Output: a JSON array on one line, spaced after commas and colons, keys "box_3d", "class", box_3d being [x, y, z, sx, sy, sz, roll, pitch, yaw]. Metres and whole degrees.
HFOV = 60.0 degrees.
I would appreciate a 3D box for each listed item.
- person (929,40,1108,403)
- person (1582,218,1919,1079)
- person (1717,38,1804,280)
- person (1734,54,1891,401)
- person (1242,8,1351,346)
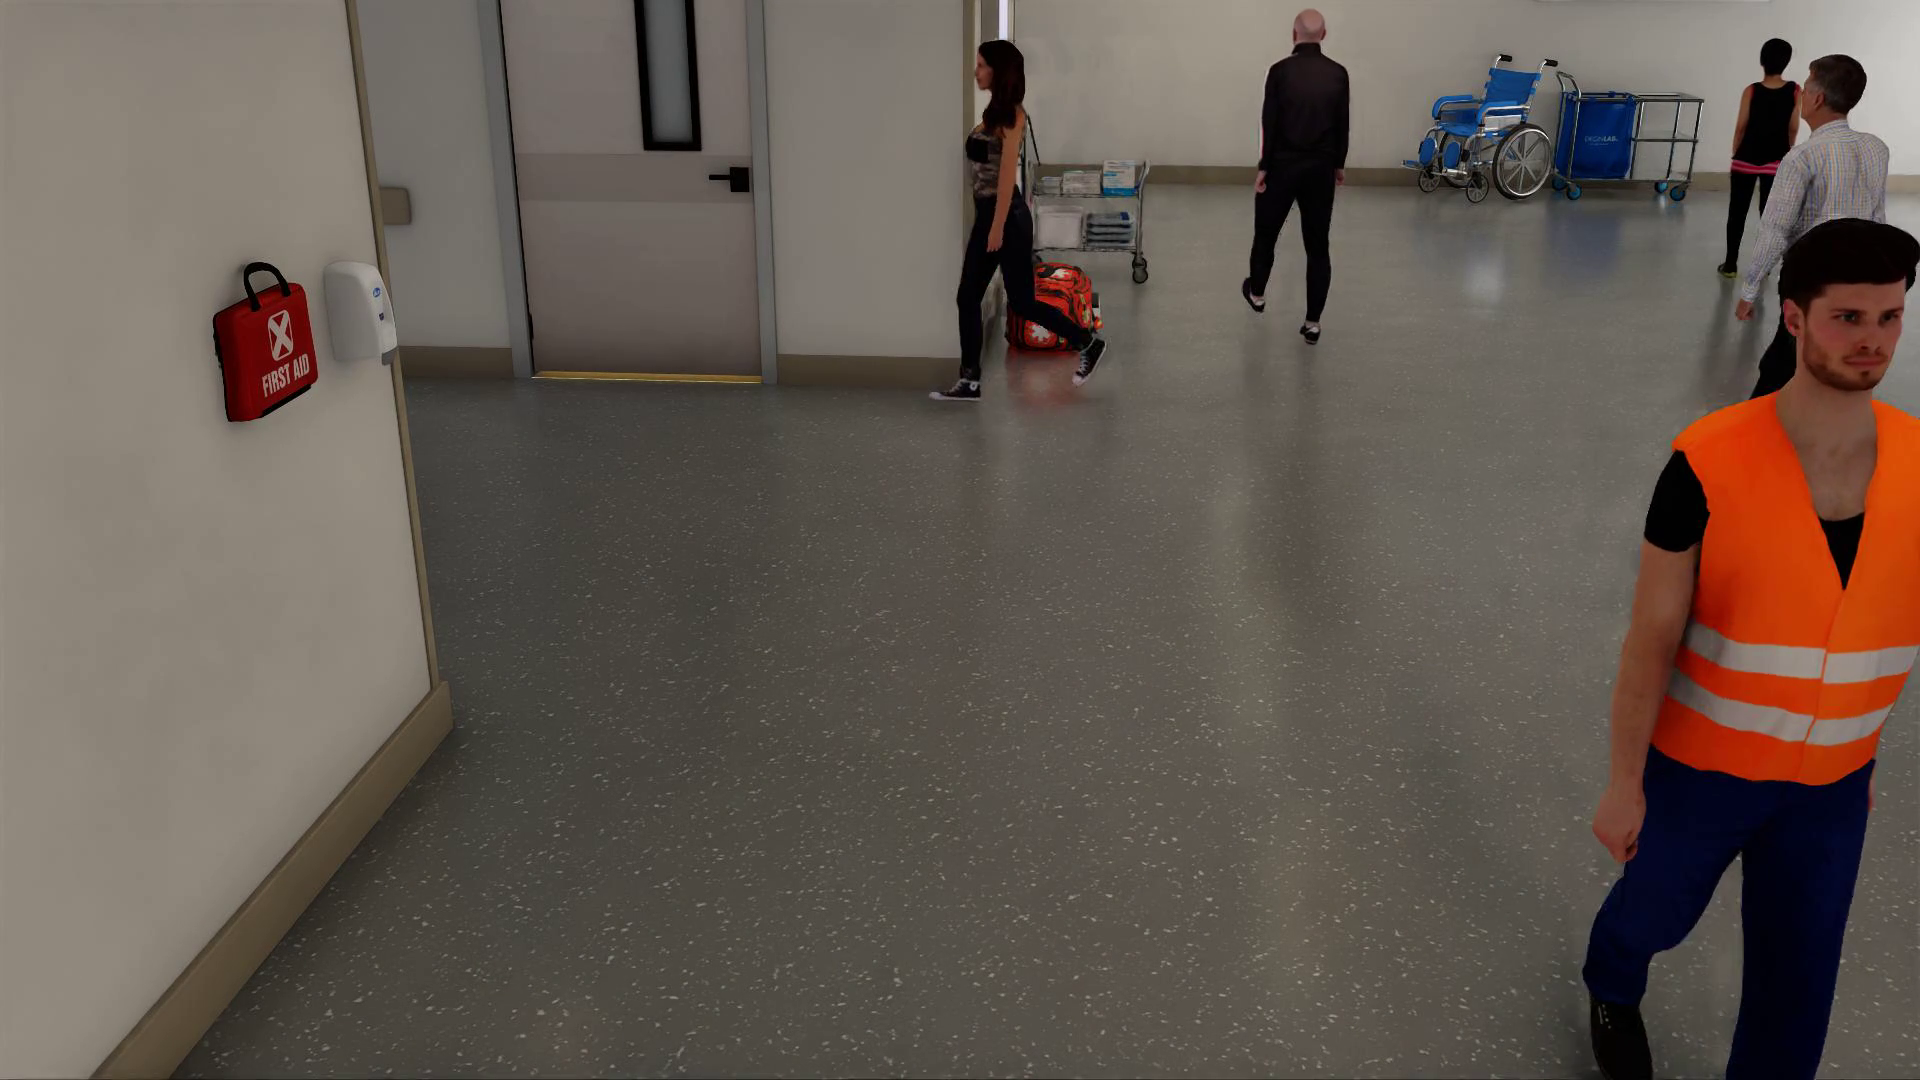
[{"box_3d": [0.304, -1.497, 8.067, 0.957, 1.738, 1.153, -6, 22, -16], "class": "person"}, {"box_3d": [1.396, 0.357, 3.021, 0.699, 1.845, 1.202, 1, 21, 3], "class": "person"}, {"box_3d": [5.334, -2.524, 11.052, 0.576, 1.546, 0.569, 7, 22, 17], "class": "person"}, {"box_3d": [3.474, -0.965, 6.620, 1.038, 1.769, 1.305, -8, 22, -21], "class": "person"}, {"box_3d": [1.917, -1.972, 9.251, 0.820, 1.788, 1.216, -1, 21, -3], "class": "person"}]
